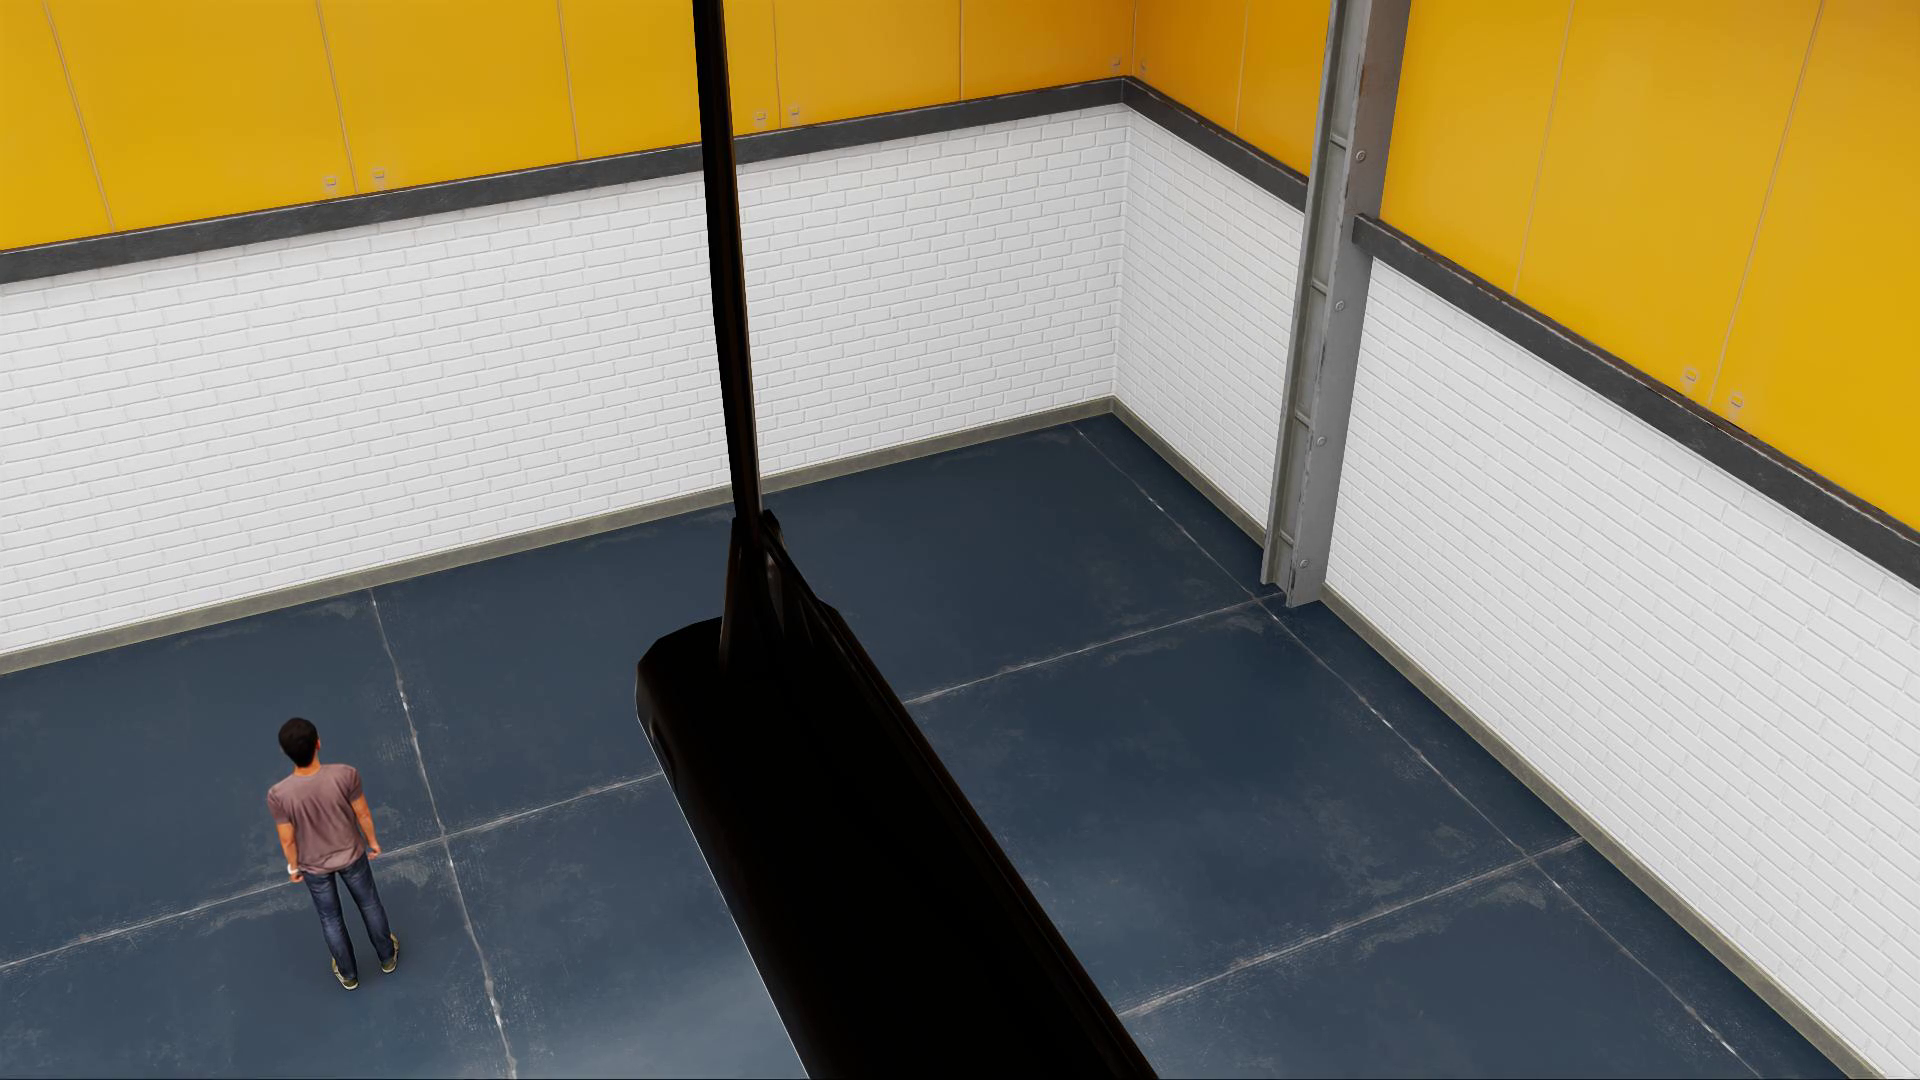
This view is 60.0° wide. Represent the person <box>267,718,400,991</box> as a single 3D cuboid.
[{"bbox_3d":[-3.384,1.702,8.968,0.641,1.776,0.554,-17,37,-24],"label":"person"}]
